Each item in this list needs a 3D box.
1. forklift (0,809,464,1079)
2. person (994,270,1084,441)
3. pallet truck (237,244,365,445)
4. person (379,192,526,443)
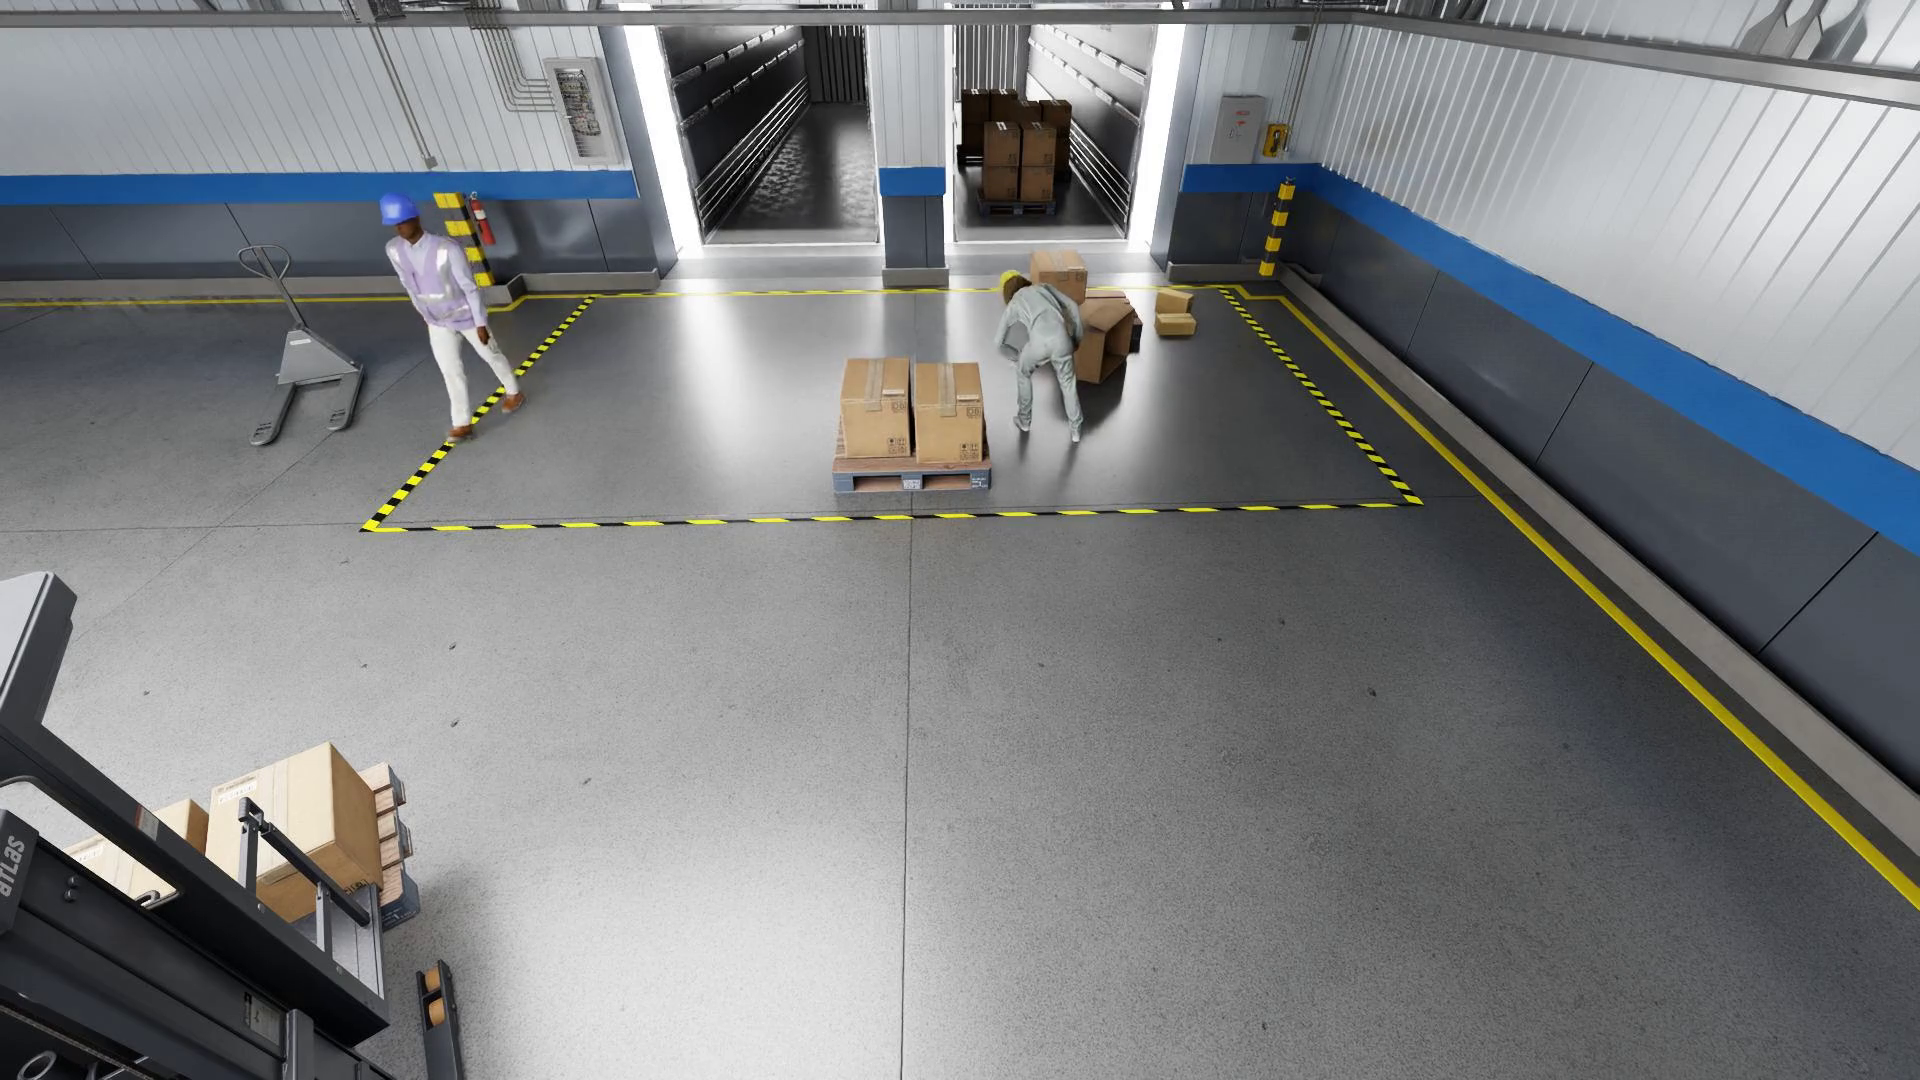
[{"bbox_3d":[-1.870,1.524,1.616,0.716,2.013,0.776,-24,44,-27],"label":"forklift"},{"bbox_3d":[0.647,-1.542,6.143,0.757,1.232,0.833,-2,38,-3],"label":"person"},{"bbox_3d":[-5.915,-1.733,6.366,0.680,1.201,1.601,-18,42,-21],"label":"pallet truck"},{"bbox_3d":[-4.084,-1.742,5.842,0.639,1.893,0.978,0,38,0],"label":"person"}]
